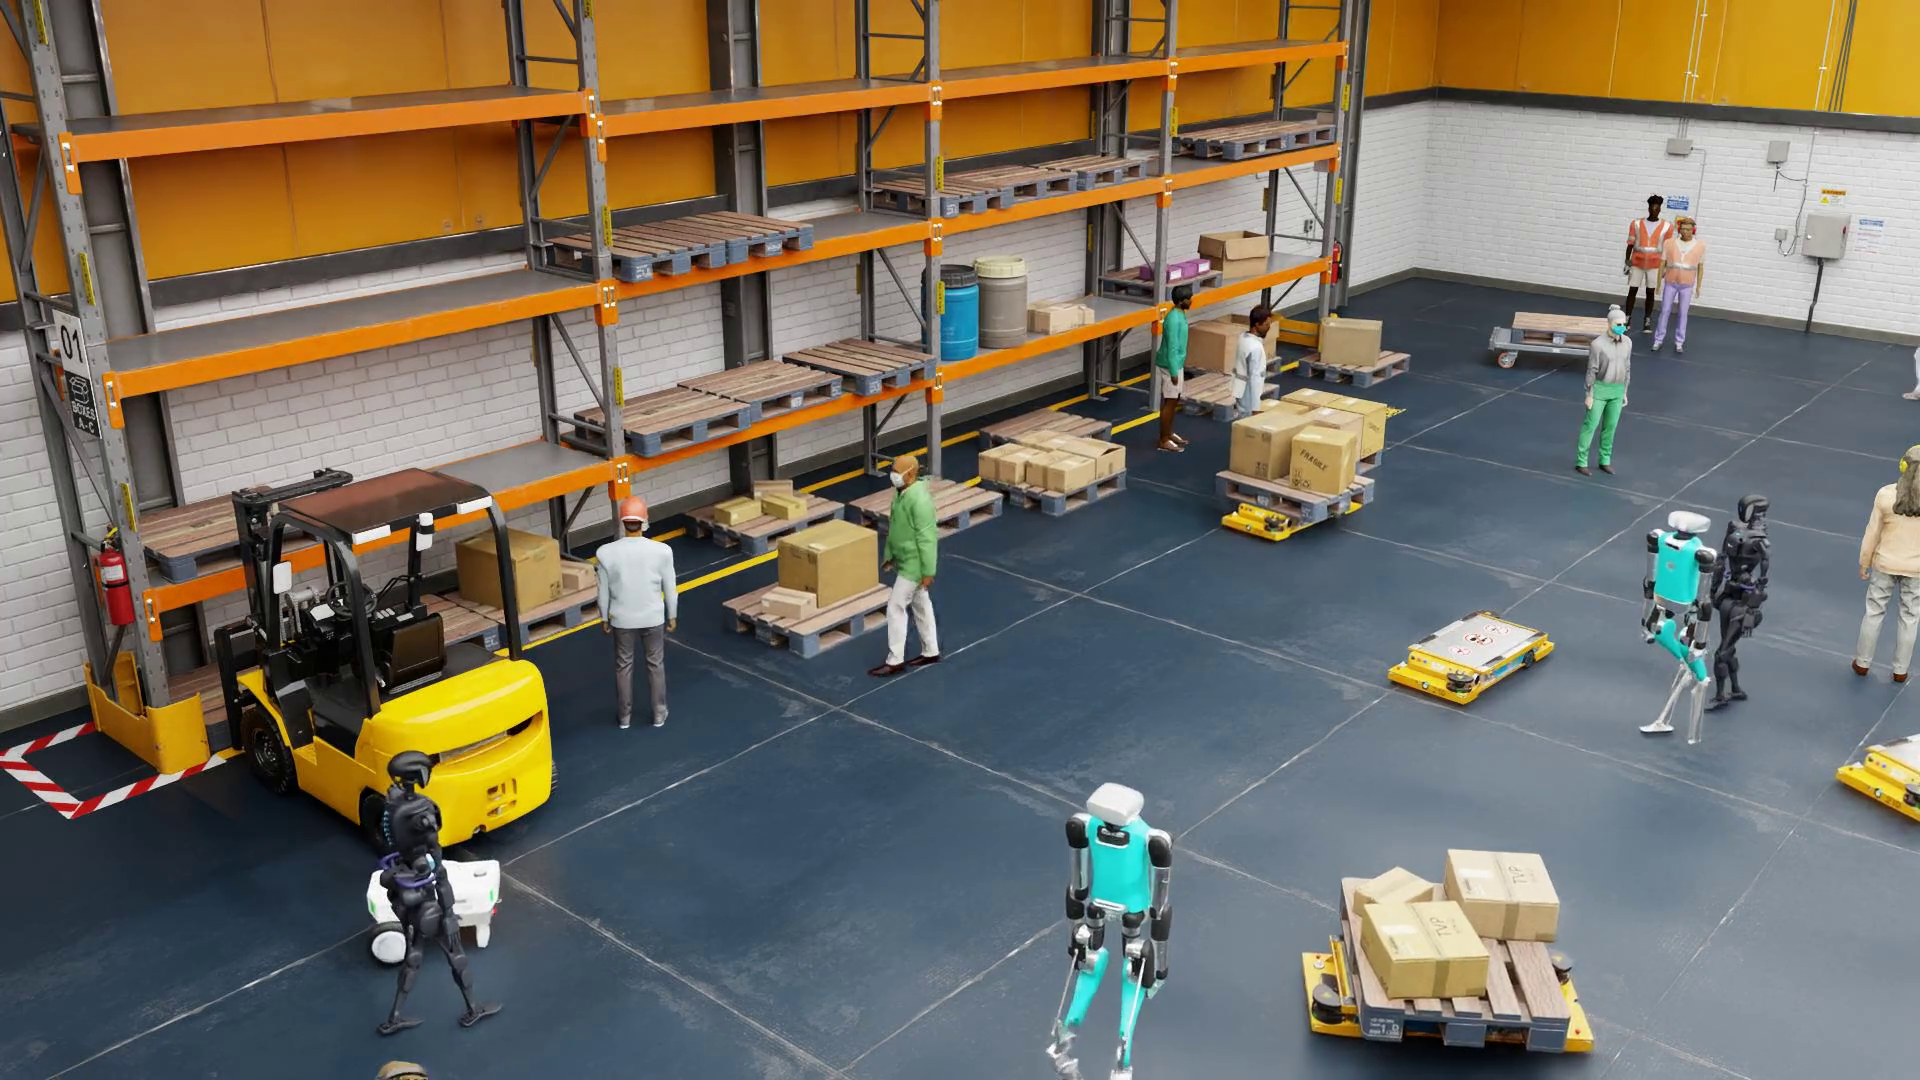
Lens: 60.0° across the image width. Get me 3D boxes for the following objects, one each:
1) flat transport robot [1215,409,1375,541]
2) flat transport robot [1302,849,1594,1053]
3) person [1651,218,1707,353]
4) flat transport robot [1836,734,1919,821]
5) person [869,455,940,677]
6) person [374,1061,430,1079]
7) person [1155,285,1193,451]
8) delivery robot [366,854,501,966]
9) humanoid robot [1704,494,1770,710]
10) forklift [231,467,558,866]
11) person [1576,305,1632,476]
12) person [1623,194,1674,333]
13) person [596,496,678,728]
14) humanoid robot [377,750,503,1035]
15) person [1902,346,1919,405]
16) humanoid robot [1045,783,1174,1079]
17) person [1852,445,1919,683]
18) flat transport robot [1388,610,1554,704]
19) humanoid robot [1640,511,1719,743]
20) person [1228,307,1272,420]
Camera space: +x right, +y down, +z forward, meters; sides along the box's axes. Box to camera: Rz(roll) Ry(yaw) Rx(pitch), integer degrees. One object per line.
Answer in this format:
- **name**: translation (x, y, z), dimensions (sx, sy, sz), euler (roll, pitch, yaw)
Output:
- **flat transport robot**: translation (3.282, -0.314, 16.402), dimensions (1.431, 0.231, 0.659), euler (-18, 27, -40)
- **flat transport robot**: translation (2.595, 2.438, 8.945), dimensions (1.431, 0.231, 0.659), euler (2, 20, 6)
- **person**: translation (9.819, -3.483, 22.711), dimensions (0.567, 1.843, 0.374), euler (9, 22, 23)
- **flat transport robot**: translation (6.763, 1.561, 11.321), dimensions (1.431, 0.231, 0.659), euler (-9, 22, -22)
- **person**: translation (-0.482, 0.193, 12.875), dimensions (0.753, 1.753, 0.567), euler (-7, 21, -18)
- **person**: translation (-1.973, 2.664, 5.996), dimensions (0.691, 1.896, 0.695), euler (11, 23, 28)
- **person**: translation (2.361, -1.918, 18.482), dimensions (0.394, 1.843, 0.502), euler (6, 21, 15)
- **delivery robot**: translation (-3.035, 2.078, 9.534), dimensions (0.785, 0.614, 0.524), euler (-4, 21, -9)
- **humanoid robot**: translation (5.736, 0.441, 12.331), dimensions (0.457, 1.641, 0.585), euler (-4, 21, -10)
- **forklift**: translation (-3.730, 0.710, 10.856), dimensions (2.313, 2.155, 1.214), euler (17, 26, 38)
- **person**: translation (6.825, -1.580, 17.580), dimensions (0.509, 1.838, 0.340), euler (-6, 21, -15)
- **person**: translation (9.826, -3.956, 23.820), dimensions (0.609, 1.965, 0.364), euler (9, 22, 22)
- **person**: translation (-2.322, 0.523, 12.009), dimensions (0.573, 1.740, 0.350), euler (-3, 21, -9)
- **humanoid robot**: translation (-2.795, 1.813, 8.650), dimensions (0.612, 1.646, 0.611), euler (-18, 27, -40)
- **person**: translation (11.785, -2.520, 20.071), dimensions (0.619, 1.871, 0.582), euler (8, 22, 22)
- **humanoid robot**: translation (0.669, 2.058, 7.846), dimensions (0.571, 1.777, 0.661), euler (11, 23, 26)
- **person**: translation (7.197, 0.190, 12.733), dimensions (0.559, 1.872, 0.393), euler (9, 22, 23)
- **flat transport robot**: translation (4.040, 0.908, 13.092), dimensions (1.431, 0.231, 0.659), euler (-19, 27, -41)
- **humanoid robot**: translation (5.167, 0.644, 11.770), dimensions (0.726, 1.842, 0.530), euler (-11, 23, -27)
- **person**: translation (2.995, -1.480, 17.206), dimensions (0.417, 1.906, 0.596), euler (-1, 20, -2)
